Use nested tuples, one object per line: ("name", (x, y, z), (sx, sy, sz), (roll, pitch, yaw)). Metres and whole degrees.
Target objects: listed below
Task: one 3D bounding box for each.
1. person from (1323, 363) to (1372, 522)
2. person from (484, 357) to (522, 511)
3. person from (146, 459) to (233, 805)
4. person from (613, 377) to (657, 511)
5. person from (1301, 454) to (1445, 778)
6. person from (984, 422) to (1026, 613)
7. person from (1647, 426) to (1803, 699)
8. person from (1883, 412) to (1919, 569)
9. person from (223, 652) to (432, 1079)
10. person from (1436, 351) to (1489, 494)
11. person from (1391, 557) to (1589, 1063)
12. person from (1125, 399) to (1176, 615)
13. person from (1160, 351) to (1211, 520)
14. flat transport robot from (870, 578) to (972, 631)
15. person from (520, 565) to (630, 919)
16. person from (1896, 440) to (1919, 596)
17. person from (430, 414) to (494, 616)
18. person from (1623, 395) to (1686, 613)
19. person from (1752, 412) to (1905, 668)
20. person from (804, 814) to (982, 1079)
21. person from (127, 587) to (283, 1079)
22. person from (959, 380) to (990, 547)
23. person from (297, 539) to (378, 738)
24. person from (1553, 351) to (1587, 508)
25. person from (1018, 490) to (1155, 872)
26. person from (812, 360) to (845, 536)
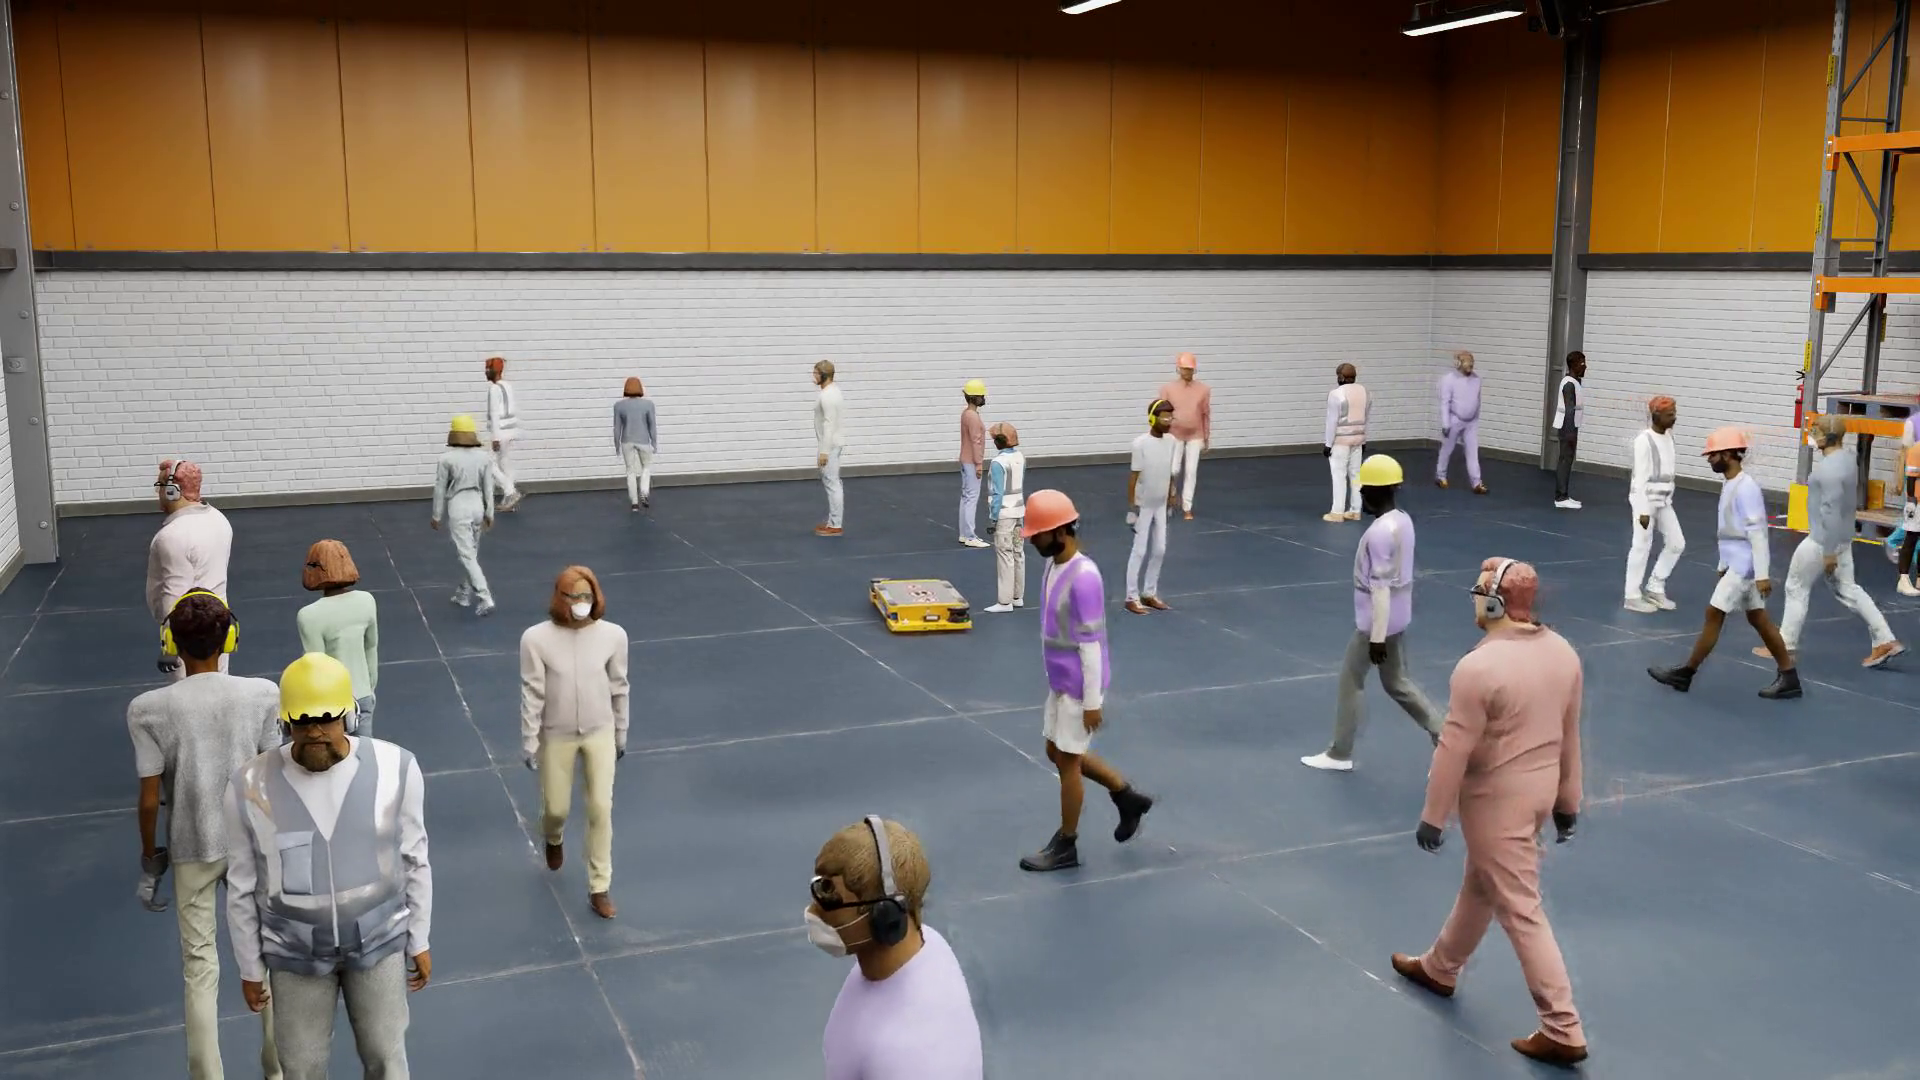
("person", (4.463, -1.129, 19.293), (0.634, 1.839, 0.429), (-5, 11, -30))
("person", (-5.535, -1.252, 19.941), (0.420, 1.867, 0.619), (0, 9, 1))
("person", (-4.261, 0.503, 9.199), (0.410, 1.908, 0.643), (0, 9, -2))
("person", (-3.939, -1.173, 20.193), (0.522, 1.617, 0.425), (-1, 9, -8))
("person", (2.487, 0.447, 9.586), (0.898, 1.896, 0.599), (5, 11, 28))
("person", (0.400, -0.190, 14.223), (0.306, 1.635, 0.511), (5, 11, 27))
("person", (5.338, 0.164, 11.402), (1.005, 1.864, 0.615), (3, 10, 18))
("person", (9.372, -0.599, 16.140), (0.562, 1.825, 0.471), (-3, 10, -16))
("person", (-1.912, 1.227, 5.079), (0.586, 1.824, 0.404), (-4, 10, -21))
("person", (6.568, -1.547, 21.816), (0.658, 1.855, 1.013), (-3, 10, -16))
("person", (2.070, 0.995, 6.368), (0.660, 1.863, 1.004), (-7, 12, -37))
("person", (1.632, -0.277, 14.134), (0.555, 1.845, 0.405), (-7, 12, -36))
("person", (2.638, -1.237, 19.553), (0.612, 1.978, 0.572), (0, 9, 0))
("flat transport robot", (-0.349, 0.527, 14.000), (0.652, 0.197, 1.431), (-2, 9, -10))
("person", (-1.781, 0.897, 7.707), (0.507, 1.604, 0.642), (-4, 10, -21))
("person", (8.709, -0.343, 14.957), (0.542, 1.695, 0.316), (-4, 10, -21))
("person", (-4.199, -0.223, 14.206), (0.865, 1.708, 0.492), (9, 13, 43))
("person", (5.945, -0.295, 14.141), (0.618, 1.864, 0.550), (-8, 12, -40))
("person", (6.476, 0.006, 12.259), (0.964, 1.903, 0.639), (8, 12, 39))
("person", (-0.107, 1.474, 3.411), (1.082, 1.883, 0.644), (-1, 9, -8))
("person", (-2.576, 1.087, 5.771), (0.510, 1.872, 0.329), (-6, 11, -33))
("person", (0.153, -0.809, 17.574), (0.312, 1.767, 0.533), (-2, 10, -12))
("person", (-3.053, 0.806, 8.185), (0.276, 1.633, 0.507), (4, 10, 20))
("person", (7.492, -1.357, 20.442), (0.388, 1.917, 0.592), (3, 10, 19))
("person", (0.612, 0.686, 8.120), (0.679, 1.901, 0.562), (-3, 10, -16))
("person", (-1.443, -1.009, 18.263), (0.352, 1.937, 0.635), (0, 9, 2))
